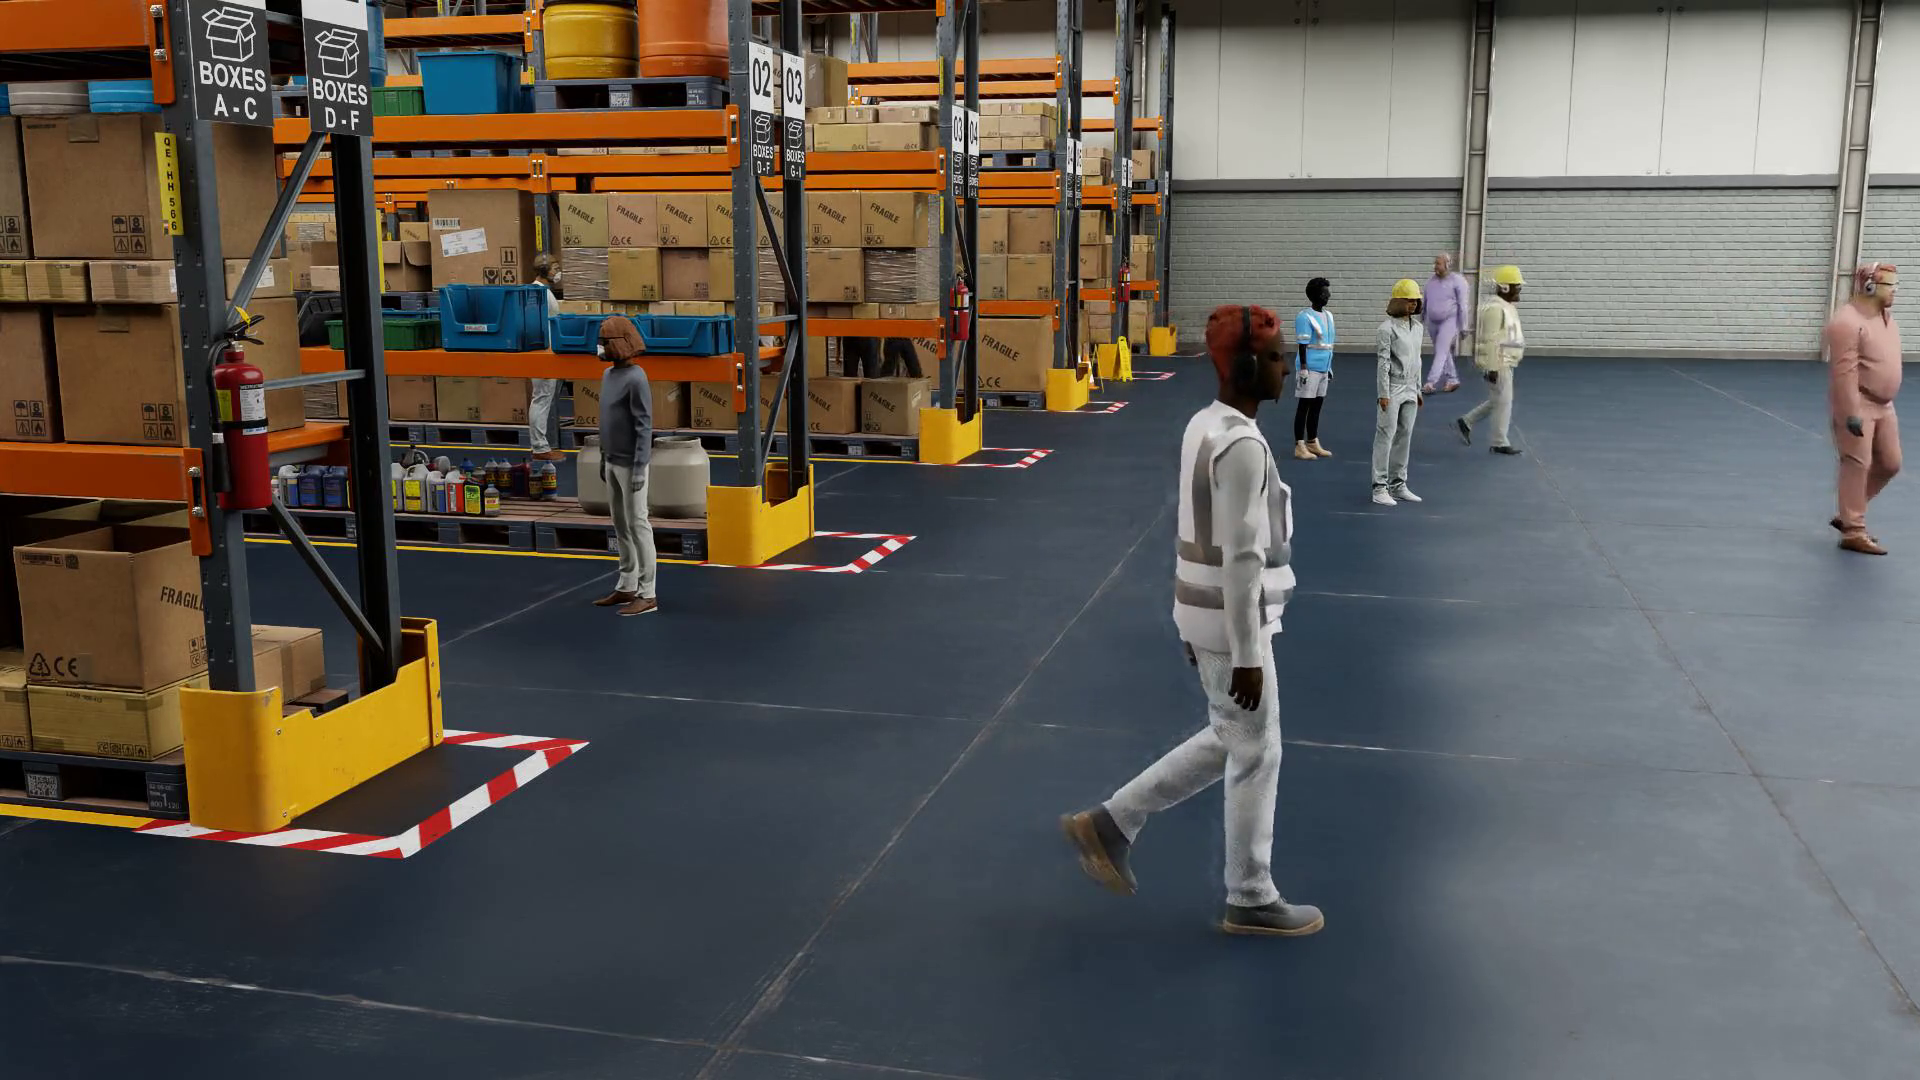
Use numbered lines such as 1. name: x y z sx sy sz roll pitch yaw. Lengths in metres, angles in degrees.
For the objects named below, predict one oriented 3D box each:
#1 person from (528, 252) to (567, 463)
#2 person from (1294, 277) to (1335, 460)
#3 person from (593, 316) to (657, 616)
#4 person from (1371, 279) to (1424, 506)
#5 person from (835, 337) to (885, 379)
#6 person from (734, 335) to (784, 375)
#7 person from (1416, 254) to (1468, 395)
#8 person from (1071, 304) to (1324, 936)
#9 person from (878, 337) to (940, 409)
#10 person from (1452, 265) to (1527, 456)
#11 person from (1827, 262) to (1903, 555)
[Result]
1. person: -3.841 -1.679 15.361 0.373 1.931 0.626 -3 11 -16
2. person: 3.315 -1.597 15.540 0.317 1.696 0.537 9 14 41
3. person: -1.845 -0.407 9.120 0.276 1.633 0.507 -7 12 -35
4. person: 3.424 -1.143 12.897 0.490 1.744 0.295 -8 13 -37
5. person: -1.034 -1.970 17.195 0.520 1.844 0.331 1 10 6
6. person: -2.307 -2.399 19.049 0.605 2.034 0.389 -4 11 -20
7. person: 6.400 -2.859 22.093 0.979 1.867 0.663 -7 12 -35
8. person: 0.720 0.253 4.831 0.666 1.865 0.582 0 10 1
9. person: -0.584 -2.352 19.216 0.956 1.872 0.619 2 10 9
10. person: 5.059 -1.698 15.802 0.612 1.816 0.590 5 12 28
11. person: 5.957 -0.862 10.905 0.671 1.901 0.472 -7 12 -32
